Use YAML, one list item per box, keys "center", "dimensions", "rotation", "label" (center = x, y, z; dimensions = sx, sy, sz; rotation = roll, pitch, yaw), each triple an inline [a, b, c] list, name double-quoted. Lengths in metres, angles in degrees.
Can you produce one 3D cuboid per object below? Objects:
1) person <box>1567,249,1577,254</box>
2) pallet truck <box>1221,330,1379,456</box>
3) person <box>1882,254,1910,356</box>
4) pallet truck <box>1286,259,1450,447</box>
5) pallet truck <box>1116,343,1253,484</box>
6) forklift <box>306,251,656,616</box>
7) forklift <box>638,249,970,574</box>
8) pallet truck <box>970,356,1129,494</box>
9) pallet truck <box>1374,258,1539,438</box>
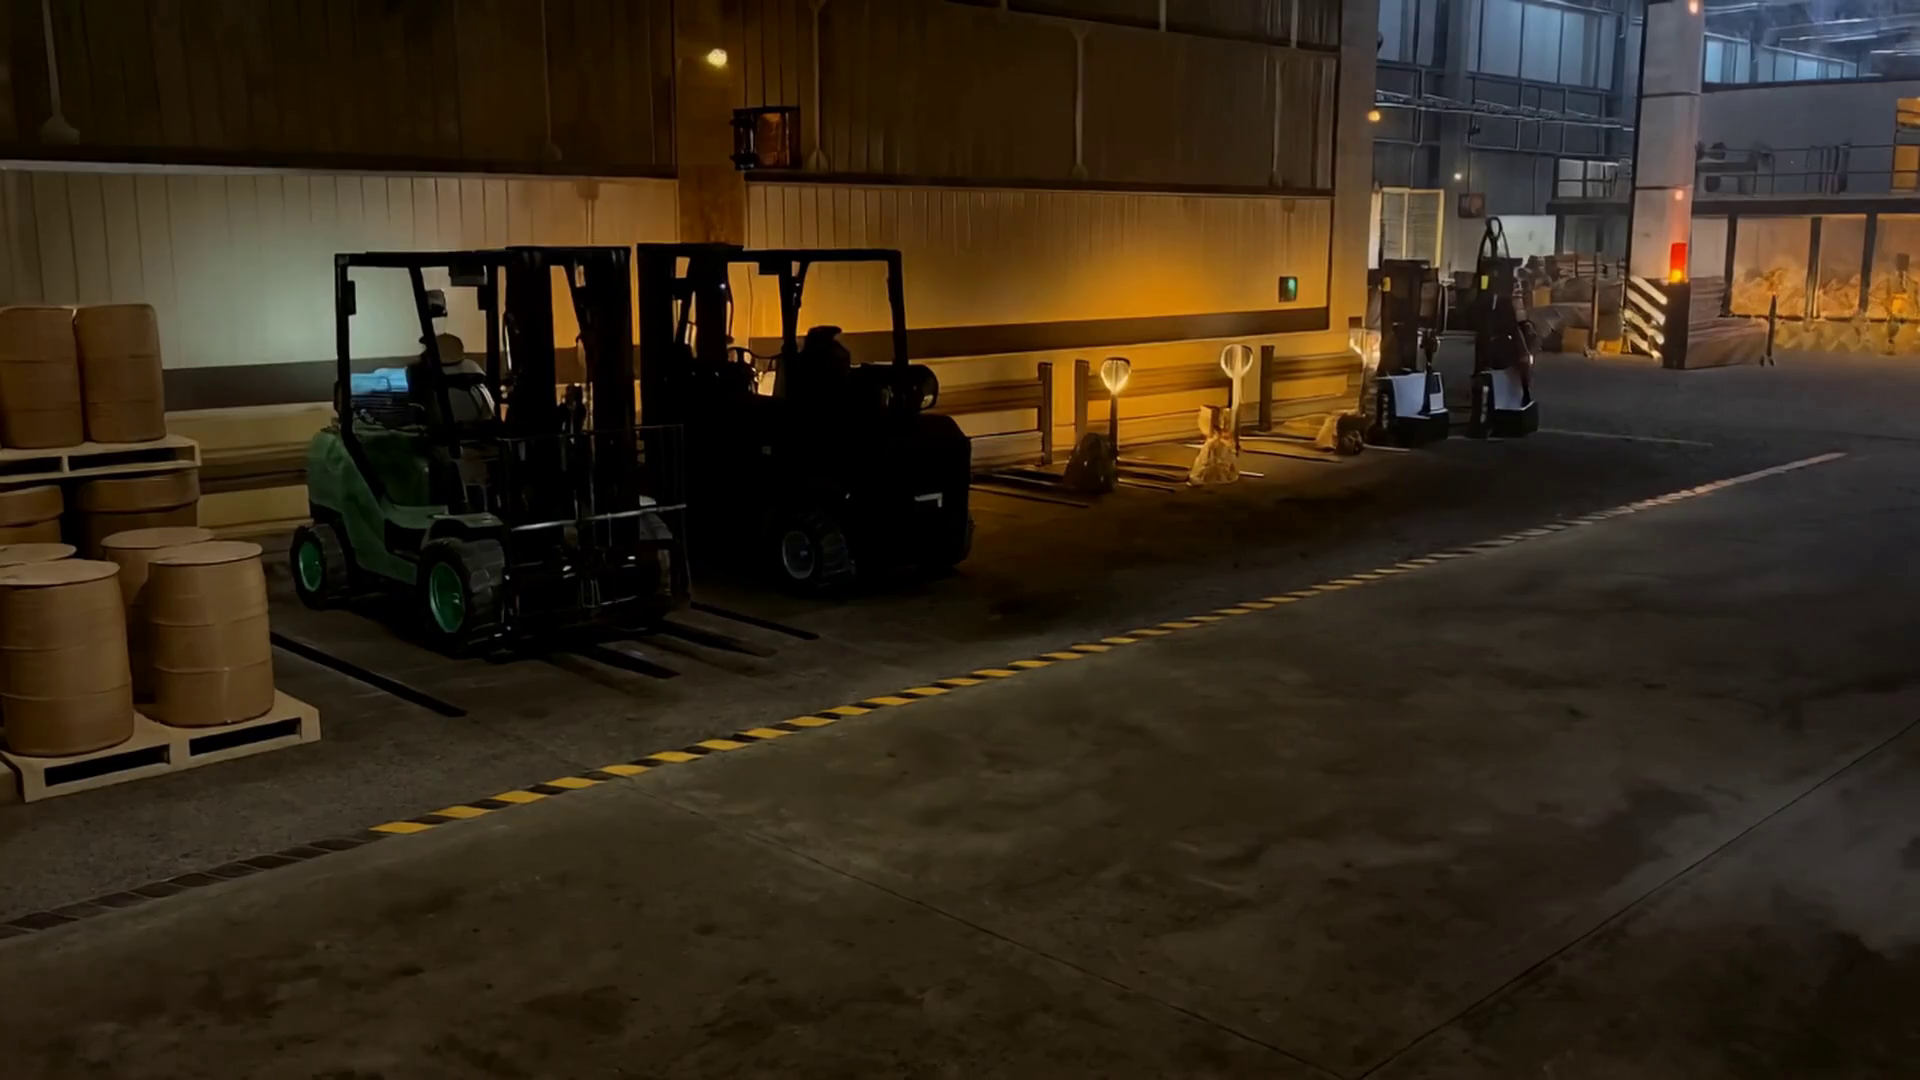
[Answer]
- center: [15.688, -6.583, 43.081]
  dimensions: [0.642, 1.891, 0.600]
  rotation: [5, 12, 27]
  label: "person"
- center: [3.563, -1.581, 17.381]
  dimensions: [0.653, 1.274, 1.630]
  rotation: [-10, 14, -44]
  label: "pallet truck"
- center: [17.465, -4.371, 31.007]
  dimensions: [0.575, 1.883, 0.356]
  rotation: [-10, 14, -42]
  label: "person"
- center: [4.493, -2.078, 18.196]
  dimensions: [0.823, 1.965, 1.885]
  rotation: [-9, 14, -40]
  label: "pallet truck"
- center: [1.962, -1.215, 15.415]
  dimensions: [1.522, 1.261, 0.704]
  rotation: [10, 14, 43]
  label: "pallet truck"
- center: [-2.833, -0.669, 9.694]
  dimensions: [1.157, 1.987, 2.680]
  rotation: [-10, 14, -44]
  label: "forklift"
- center: [-1.173, -0.958, 11.239]
  dimensions: [2.680, 1.987, 1.157]
  rotation: [10, 14, 43]
  label: "forklift"
- center: [0.784, -1.085, 14.876]
  dimensions: [0.680, 1.201, 1.601]
  rotation: [-10, 14, -44]
  label: "pallet truck"
- center: [5.704, -2.208, 18.901]
  dimensions: [1.885, 1.965, 0.823]
  rotation: [10, 14, 43]
  label: "pallet truck"
